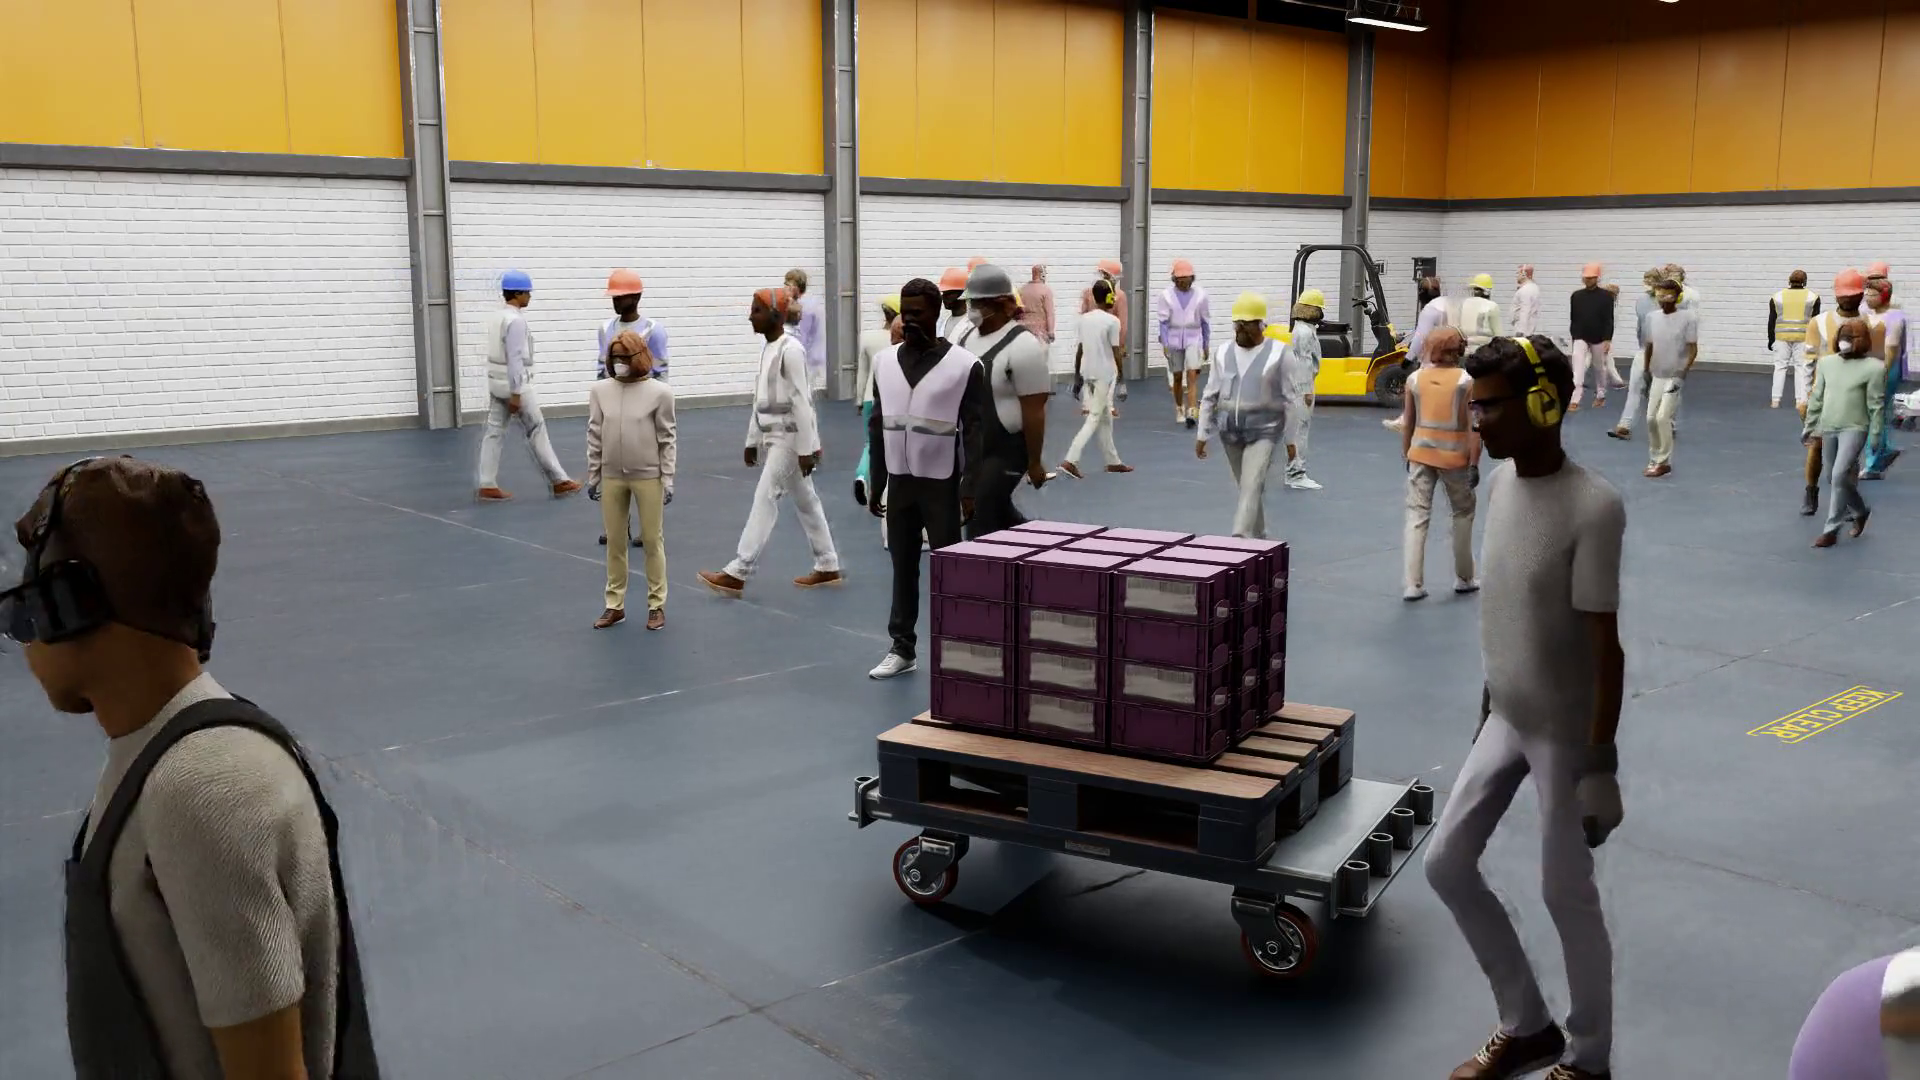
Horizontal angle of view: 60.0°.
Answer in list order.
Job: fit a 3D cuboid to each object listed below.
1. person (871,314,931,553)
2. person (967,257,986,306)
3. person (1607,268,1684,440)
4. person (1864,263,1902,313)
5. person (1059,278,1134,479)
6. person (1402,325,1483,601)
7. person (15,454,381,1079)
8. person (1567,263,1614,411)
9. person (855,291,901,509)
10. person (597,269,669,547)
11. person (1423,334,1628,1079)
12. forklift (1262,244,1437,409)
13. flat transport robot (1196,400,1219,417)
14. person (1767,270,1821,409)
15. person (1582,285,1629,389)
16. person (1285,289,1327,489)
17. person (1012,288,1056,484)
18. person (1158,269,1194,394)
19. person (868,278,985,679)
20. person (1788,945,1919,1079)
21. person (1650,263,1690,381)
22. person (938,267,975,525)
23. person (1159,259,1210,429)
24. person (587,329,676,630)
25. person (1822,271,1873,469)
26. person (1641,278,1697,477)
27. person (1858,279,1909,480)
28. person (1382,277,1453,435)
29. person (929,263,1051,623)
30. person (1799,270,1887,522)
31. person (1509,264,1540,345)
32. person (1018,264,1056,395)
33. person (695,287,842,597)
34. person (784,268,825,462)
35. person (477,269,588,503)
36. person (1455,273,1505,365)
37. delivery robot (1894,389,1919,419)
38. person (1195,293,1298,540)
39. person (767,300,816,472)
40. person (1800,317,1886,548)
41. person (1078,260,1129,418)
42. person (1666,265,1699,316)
[{"bbox_3d":[-0.369,-0.732,11.392,0.514,1.641,0.315,5,11,25],"label":"person"},{"bbox_3d":[0.201,-2.152,18.645,0.635,2.000,0.983,1,10,3],"label":"person"},{"bbox_3d":[7.560,-2.022,18.216,0.963,1.888,0.635,-5,11,-29],"label":"person"},{"bbox_3d":[10.910,-2.333,19.900,0.644,1.937,1.047,5,11,28],"label":"person"},{"bbox_3d":[1.243,-1.473,15.211,0.968,1.830,0.546,-7,12,-36],"label":"person"},{"bbox_3d":[2.883,-0.459,9.878,0.539,1.605,0.736,8,13,39],"label":"person"},{"bbox_3d":[-0.799,0.821,1.847,0.345,1.809,0.657,-6,11,-31],"label":"person"},{"bbox_3d":[8.359,-2.687,21.994,0.622,1.944,1.059,8,12,39],"label":"person"},{"bbox_3d":[-0.599,-1.088,13.155,0.553,1.740,0.488,4,11,23],"label":"person"},{"bbox_3d":[-2.301,-0.916,11.612,0.567,1.935,0.382,4,10,21],"label":"person"},{"bbox_3d":[1.346,0.454,3.855,0.515,1.842,0.678,-2,10,-14],"label":"person"},{"bbox_3d":[5.256,-2.933,22.661,2.313,2.155,1.214,3,10,16],"label":"forklift"},{"bbox_3d":[3.497,-1.565,20.275,0.652,0.197,1.431,-3,10,-19],"label":"flat transport robot"},{"bbox_3d":[11.089,-2.666,22.132,0.633,1.842,0.429,6,11,30],"label":"person"},{"bbox_3d":[9.802,-3.070,25.239,0.879,1.576,0.579,4,10,20],"label":"person"},{"bbox_3d":[3.031,-1.320,14.555,0.305,1.738,0.484,0,10,3],"label":"person"},{"bbox_3d":[0.484,-1.312,14.484,0.827,1.730,0.552,0,10,2],"label":"person"},{"bbox_3d":[3.197,-3.034,24.228,0.621,1.856,0.766,-1,10,-4],"label":"person"},{"bbox_3d":[-0.166,-0.275,7.908,0.590,1.919,0.391,5,11,25],"label":"person"},{"bbox_3d":[0.889,0.894,1.206,0.611,1.879,1.002,5,11,27],"label":"person"},{"bbox_3d":[11.398,-3.500,26.808,0.648,1.913,0.409,0,10,-2],"label":"person"},{"bbox_3d":[-0.025,-1.084,12.585,0.354,1.939,0.544,-7,12,-35],"label":"person"},{"bbox_3d":[2.654,-2.317,19.695,0.600,1.975,1.101,2,10,9],"label":"person"},{"bbox_3d":[-1.781,-0.323,9.022,0.498,1.633,0.279,2,10,9],"label":"person"},{"bbox_3d":[8.303,-1.589,15.698,0.491,1.882,0.657,1,10,7],"label":"person"},{"bbox_3d":[6.494,-1.478,15.248,0.560,1.828,0.542,-7,12,-34],"label":"person"},{"bbox_3d":[8.278,-1.432,14.975,0.484,1.824,0.564,0,10,-1],"label":"person"},{"bbox_3d":[5.180,-2.014,18.464,0.926,1.781,0.618,5,11,25],"label":"person"},{"bbox_3d":[0.249,-0.572,9.290,0.962,2.000,0.674,-5,11,-28],"label":"person"},{"bbox_3d":[6.792,-1.108,12.820,0.567,1.925,0.593,4,11,24],"label":"person"},{"bbox_3d":[8.333,-3.127,24.640,0.403,1.906,0.652,5,11,28],"label":"person"},{"bbox_3d":[1.147,-3.063,24.268,0.652,1.906,0.402,9,13,43],"label":"person"},{"bbox_3d":[-1.144,-0.580,9.944,0.970,1.828,0.599,-3,10,-18],"label":"person"},{"bbox_3d":[-1.536,-1.703,16.296,0.418,1.908,0.642,-2,10,-11],"label":"person"},{"bbox_3d":[-3.586,-1.267,13.730,0.960,1.898,0.618,-7,12,-36],"label":"person"},{"bbox_3d":[6.287,-2.272,19.900,0.722,1.807,0.615,-5,11,-28],"label":"person"},{"bbox_3d":[11.263,-1.589,19.311,0.707,0.478,0.477,0,10,1],"label":"delivery robot"},{"bbox_3d":[1.826,-0.696,10.764,0.622,1.778,0.934,7,12,36],"label":"person"},{"bbox_3d":[-1.581,-1.440,15.625,0.572,1.618,0.522,-4,11,-23],"label":"person"},{"bbox_3d":[6.260,-0.765,11.686,0.745,1.605,0.501,-5,11,-26],"label":"person"},{"bbox_3d":[1.781,-2.492,20.832,0.699,1.967,0.407,5,11,28],"label":"person"},{"bbox_3d":[9.767,-2.809,22.781,0.637,1.914,0.889,8,13,40],"label":"person"}]
